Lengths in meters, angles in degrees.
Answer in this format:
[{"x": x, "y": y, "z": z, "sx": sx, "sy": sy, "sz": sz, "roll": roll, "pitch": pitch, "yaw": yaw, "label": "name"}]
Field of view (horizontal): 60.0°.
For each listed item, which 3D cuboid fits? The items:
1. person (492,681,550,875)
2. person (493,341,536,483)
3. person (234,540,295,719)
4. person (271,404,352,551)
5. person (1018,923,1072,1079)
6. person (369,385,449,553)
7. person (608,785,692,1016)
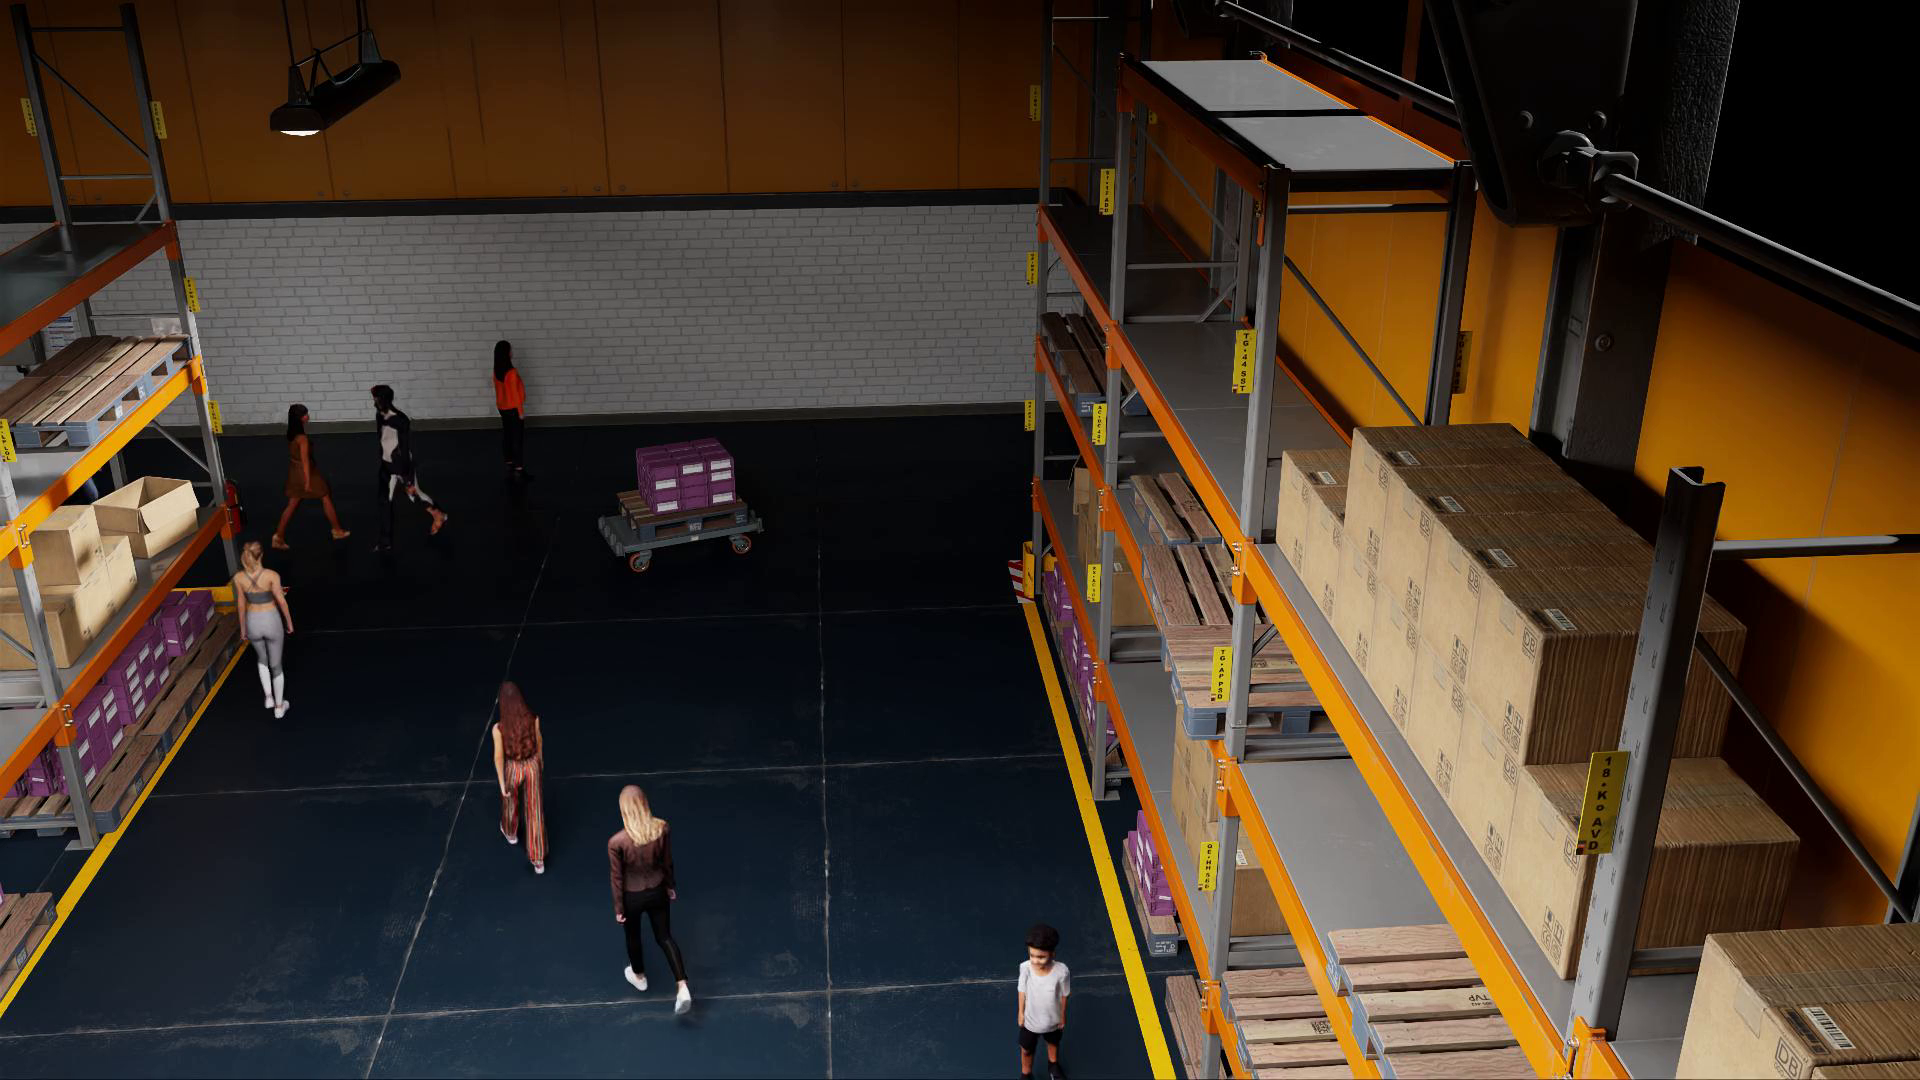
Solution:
[{"x": -3.308, "y": 1.825, "z": 12.677, "sx": 0.800, "sy": 1.528, "sz": 1.039, "roll": -11, "pitch": 26, "yaw": -24, "label": "person"}, {"x": -5.459, "y": -1.575, "z": 20.177, "sx": 0.765, "sy": 1.750, "sz": 0.674, "roll": -19, "pitch": 30, "yaw": -36, "label": "person"}, {"x": -6.193, "y": 0.826, "z": 14.760, "sx": 0.580, "sy": 1.691, "sz": 0.579, "roll": -3, "pitch": 24, "yaw": -7, "label": "person"}, {"x": -7.257, "y": -0.641, "z": 18.178, "sx": 1.064, "sy": 1.641, "sz": 1.068, "roll": 21, "pitch": 31, "yaw": 40, "label": "person"}, {"x": 0.541, "y": 2.929, "z": 10.504, "sx": 0.546, "sy": 1.246, "sz": 0.634, "roll": 0, "pitch": 24, "yaw": 1, "label": "person"}, {"x": -6.105, "y": -0.824, "z": 18.338, "sx": 1.180, "sy": 1.847, "sz": 1.316, "roll": 15, "pitch": 28, "yaw": 31, "label": "person"}, {"x": -2.076, "y": 2.427, "z": 11.109, "sx": 0.963, "sy": 1.682, "sz": 1.140, "roll": -16, "pitch": 28, "yaw": -33, "label": "person"}]
